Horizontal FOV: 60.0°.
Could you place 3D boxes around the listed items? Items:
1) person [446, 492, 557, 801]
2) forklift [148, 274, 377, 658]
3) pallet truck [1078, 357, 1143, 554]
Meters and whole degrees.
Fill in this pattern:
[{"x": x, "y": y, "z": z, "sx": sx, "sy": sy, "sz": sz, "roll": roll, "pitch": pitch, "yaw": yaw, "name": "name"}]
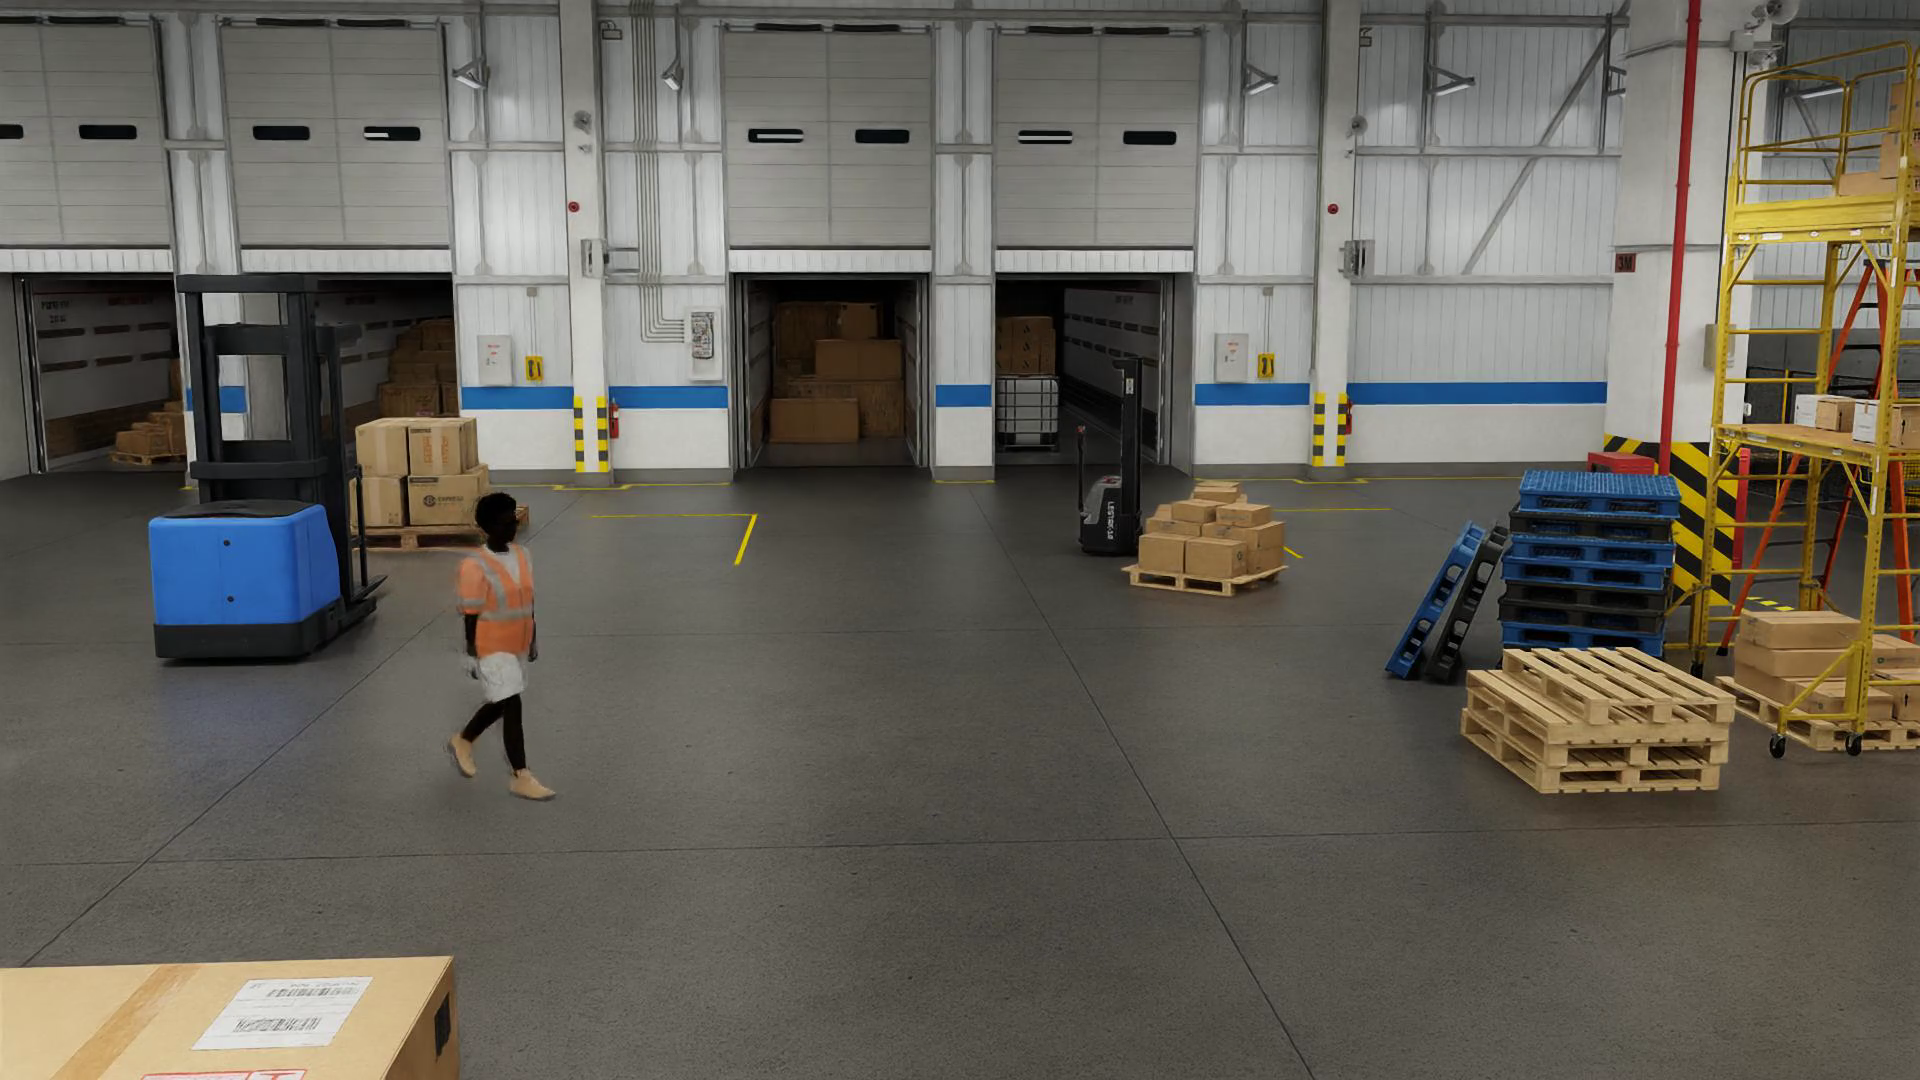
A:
[{"x": -2.539, "y": 0.560, "z": 9.026, "sx": 0.758, "sy": 1.673, "sz": 0.537, "roll": 4, "pitch": 10, "yaw": 23, "name": "person"}, {"x": -5.348, "y": -0.627, "z": 12.681, "sx": 1.129, "sy": 2.768, "sz": 1.873, "roll": -1, "pitch": 9, "yaw": -4, "name": "forklift"}, {"x": 2.088, "y": -0.836, "z": 16.757, "sx": 1.885, "sy": 1.965, "sz": 0.823, "roll": 2, "pitch": 9, "yaw": 13, "name": "pallet truck"}]
